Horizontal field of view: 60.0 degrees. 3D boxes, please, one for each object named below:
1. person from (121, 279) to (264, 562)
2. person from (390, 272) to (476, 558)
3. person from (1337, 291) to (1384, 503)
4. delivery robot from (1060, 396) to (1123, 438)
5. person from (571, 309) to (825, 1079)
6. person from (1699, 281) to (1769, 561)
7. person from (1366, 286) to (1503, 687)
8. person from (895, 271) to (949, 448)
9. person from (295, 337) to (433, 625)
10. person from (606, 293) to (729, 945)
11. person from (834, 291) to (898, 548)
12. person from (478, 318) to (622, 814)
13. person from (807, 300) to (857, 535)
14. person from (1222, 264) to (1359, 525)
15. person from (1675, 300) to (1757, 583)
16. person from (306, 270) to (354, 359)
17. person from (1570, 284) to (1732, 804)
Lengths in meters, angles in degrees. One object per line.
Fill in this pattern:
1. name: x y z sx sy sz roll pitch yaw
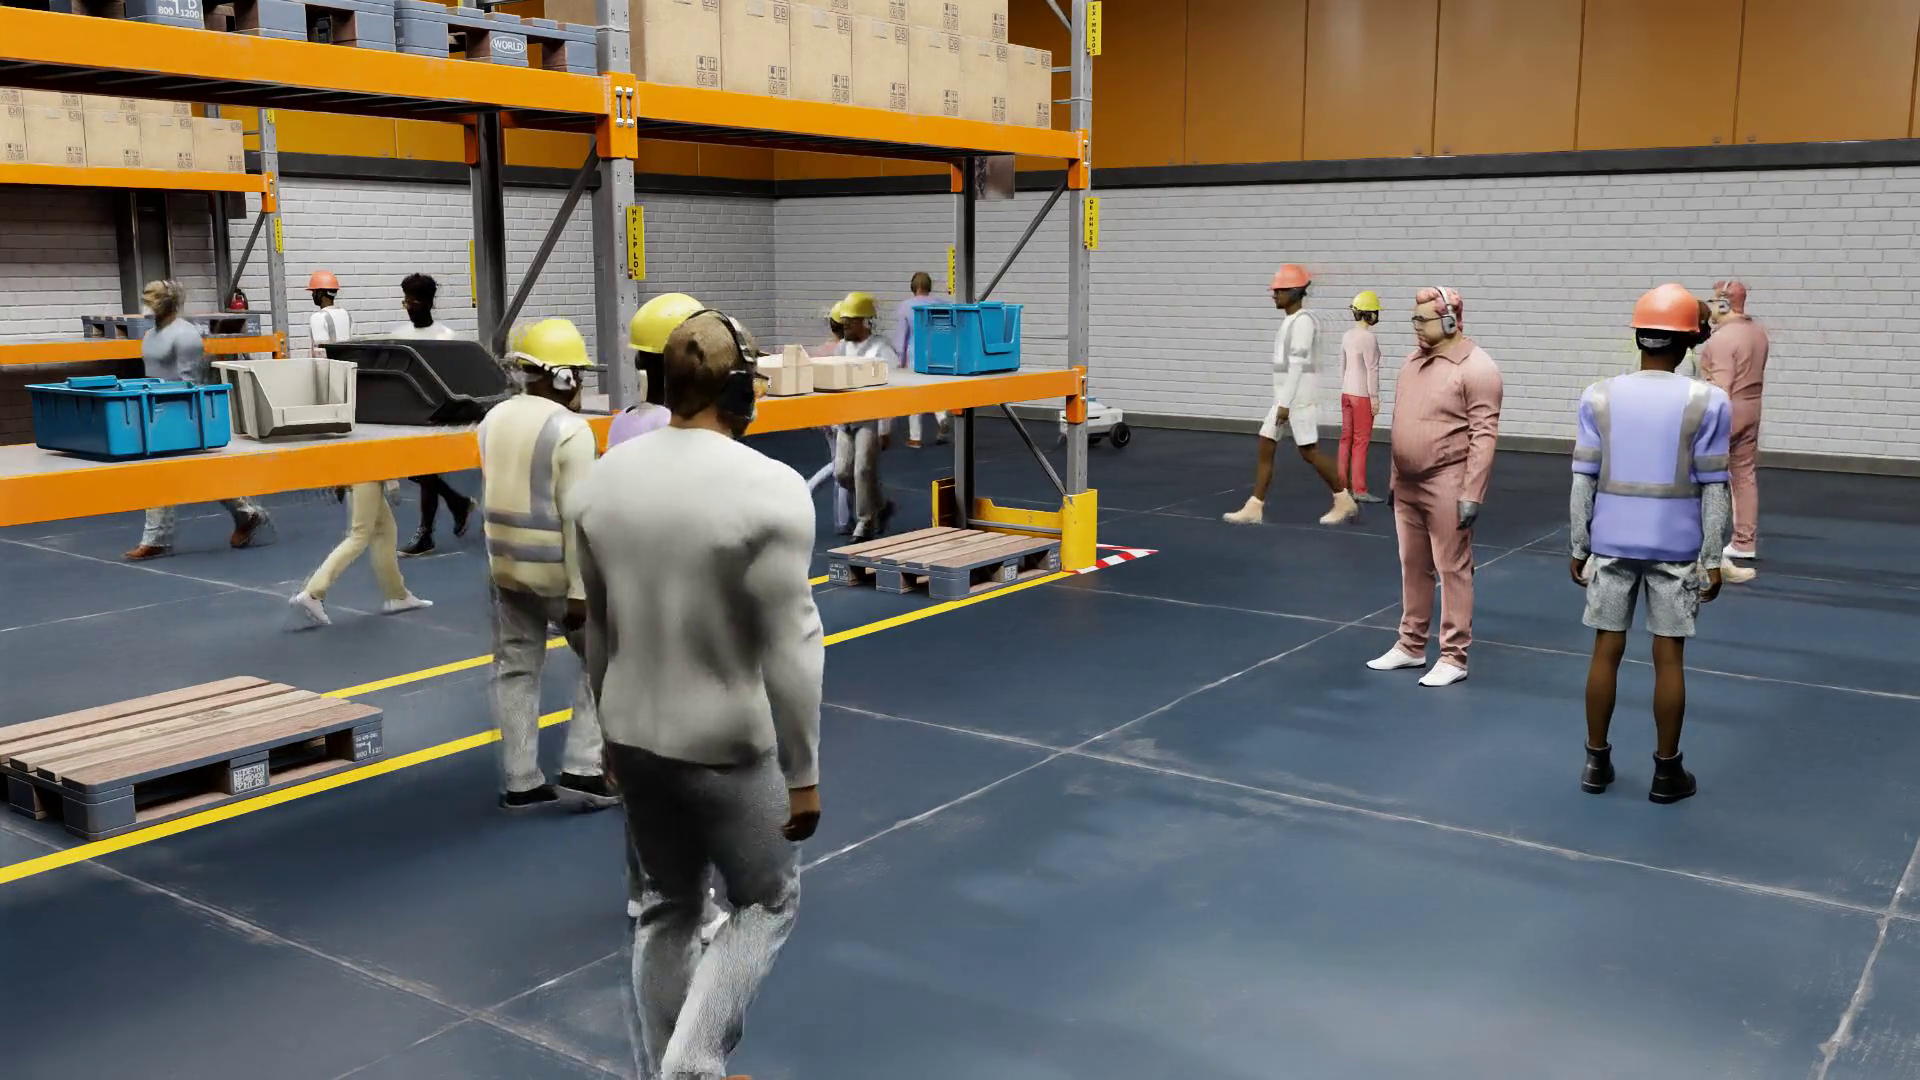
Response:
1. person: -5.289 -0.830 11.387 0.635 1.913 0.911 7 12 37
2. person: -3.672 -0.881 11.556 0.617 1.947 0.783 5 11 30
3. person: 3.382 -1.199 13.997 0.316 1.769 0.524 -3 10 -15
4. delivery robot: 1.419 -1.309 17.976 0.707 0.478 0.477 -8 12 -38
5. person: -0.587 0.460 3.670 0.667 1.921 0.472 5 11 28
6. person: 5.137 -0.812 11.337 0.657 1.881 0.759 -7 12 -35
7. person: 2.261 -0.255 7.979 0.406 1.902 0.636 -4 10 -24
8. person: -0.386 -1.920 17.833 0.638 1.919 0.655 -5 11 -26
9. person: -3.391 -0.338 9.350 0.801 1.605 0.503 -9 13 -43
10. person: -0.842 0.241 4.940 0.363 1.927 0.587 -6 11 -33
11. person: -0.656 -0.842 11.742 0.542 1.817 0.595 -9 13 -42
12. person: -1.486 0.104 6.100 0.611 1.813 0.517 7 12 34
13. person: -0.923 -0.879 12.170 0.525 1.746 0.531 -5 11 -28
14. person: 2.585 -1.091 12.677 1.014 2.006 0.625 -1 10 -4
15. person: 4.457 -0.598 10.365 0.977 1.789 0.646 4 10 23
16. person: -5.686 -1.455 15.010 0.361 1.938 0.546 1 10 9
17. person: 2.589 0.016 6.256 0.564 1.934 0.374 6 11 33
